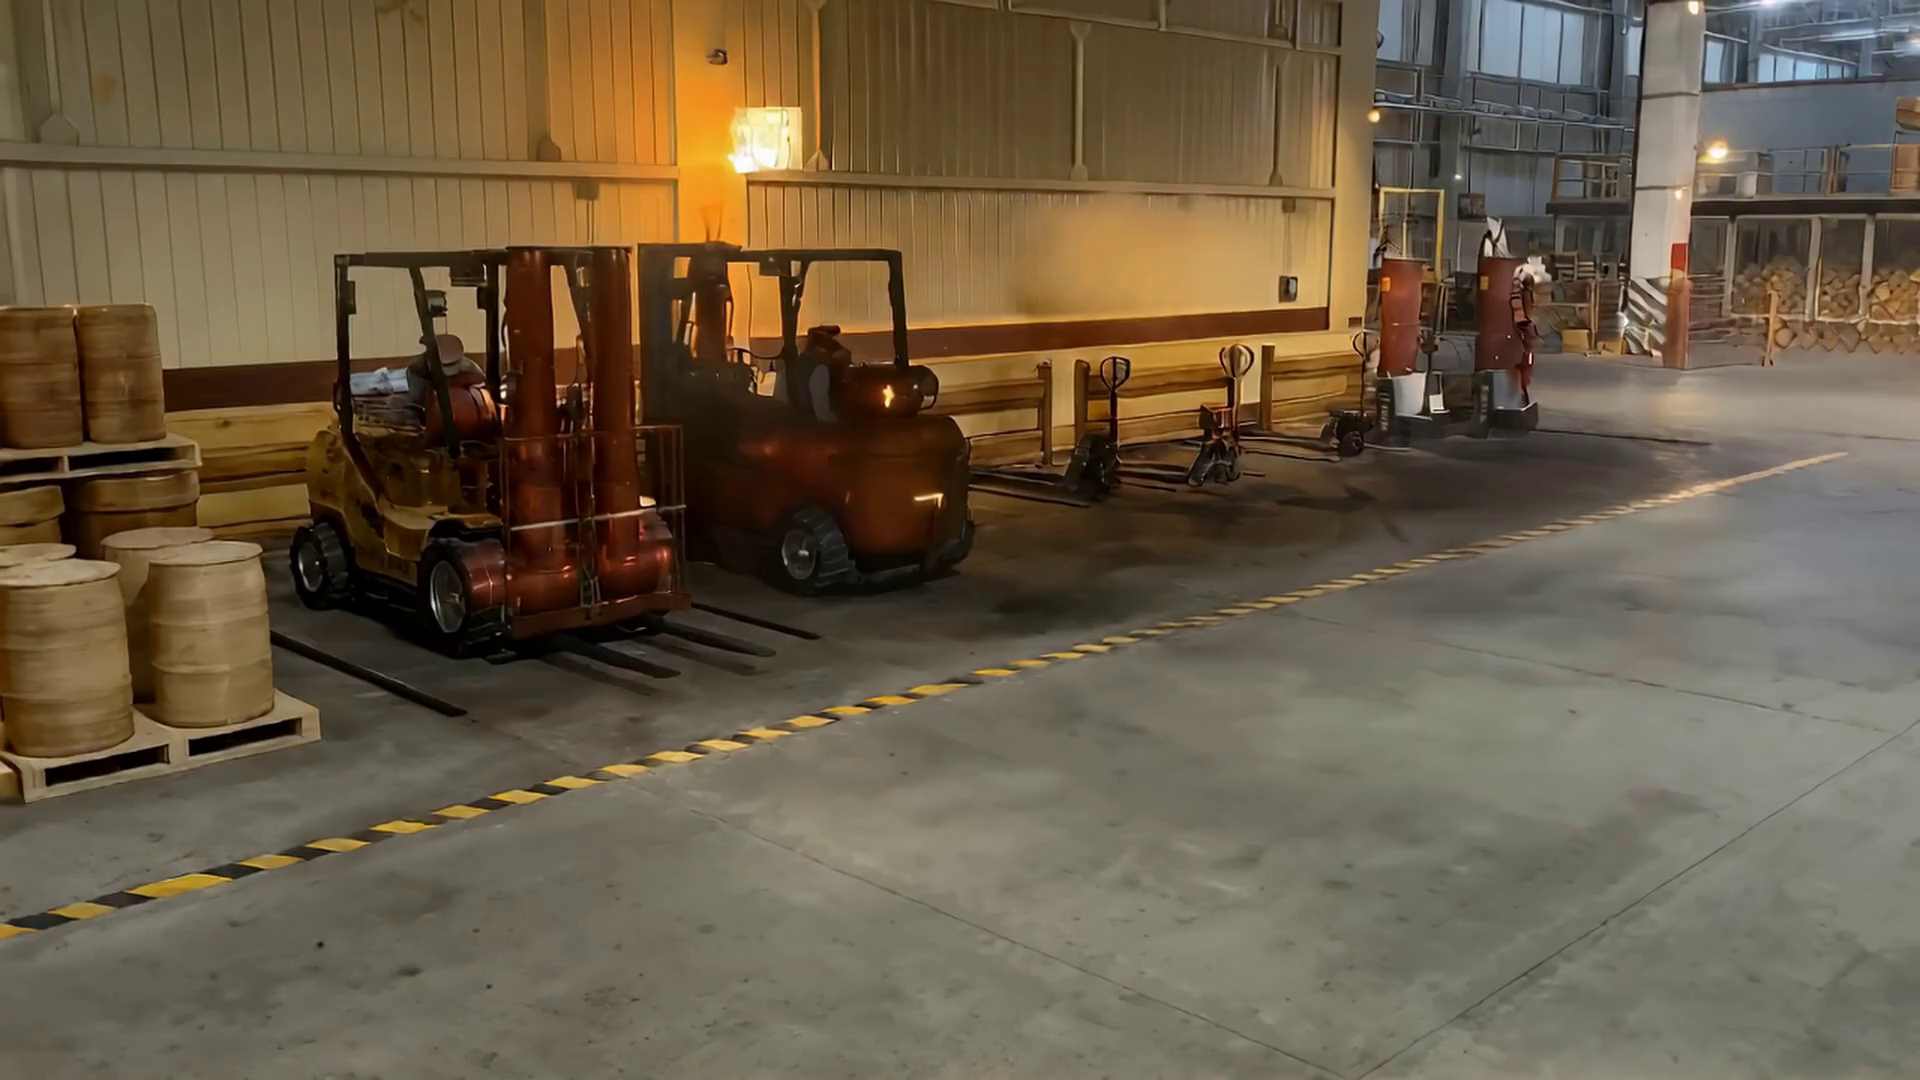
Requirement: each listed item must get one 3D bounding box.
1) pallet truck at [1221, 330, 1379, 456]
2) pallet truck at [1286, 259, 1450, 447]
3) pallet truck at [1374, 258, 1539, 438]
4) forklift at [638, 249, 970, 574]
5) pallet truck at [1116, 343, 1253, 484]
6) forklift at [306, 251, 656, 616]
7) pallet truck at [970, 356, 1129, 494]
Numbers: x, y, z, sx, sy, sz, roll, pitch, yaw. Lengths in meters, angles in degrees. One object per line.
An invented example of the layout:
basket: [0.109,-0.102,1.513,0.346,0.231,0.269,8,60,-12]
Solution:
pallet truck: [3.563,-1.581,17.381,0.653,1.274,1.630,-10,14,-44]
pallet truck: [4.493,-2.078,18.196,0.823,1.965,1.885,-9,14,-40]
pallet truck: [5.704,-2.208,18.901,1.885,1.965,0.823,10,14,43]
forklift: [-1.173,-0.958,11.239,2.680,1.987,1.157,10,14,43]
pallet truck: [1.962,-1.215,15.415,1.522,1.261,0.704,10,14,43]
forklift: [-2.833,-0.669,9.694,1.157,1.987,2.680,-10,14,-44]
pallet truck: [0.784,-1.085,14.876,0.680,1.201,1.601,-10,14,-44]
